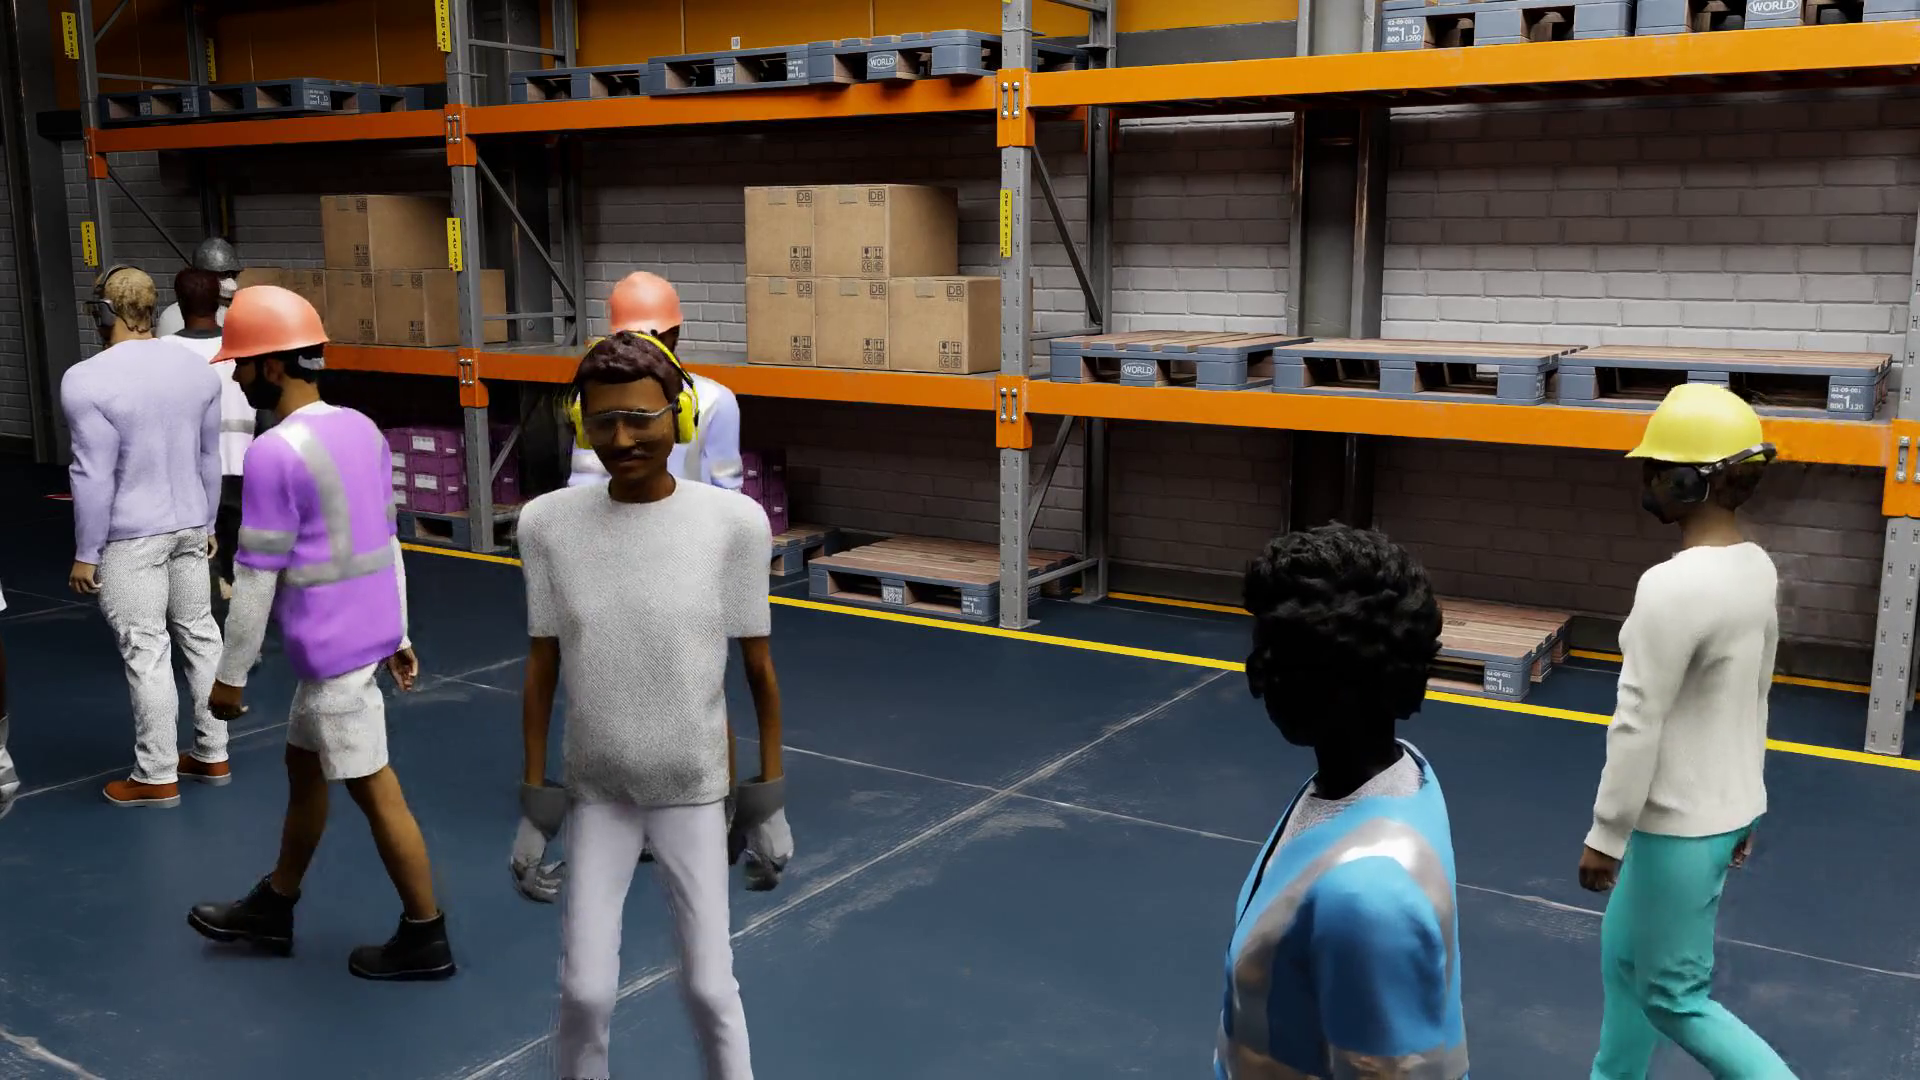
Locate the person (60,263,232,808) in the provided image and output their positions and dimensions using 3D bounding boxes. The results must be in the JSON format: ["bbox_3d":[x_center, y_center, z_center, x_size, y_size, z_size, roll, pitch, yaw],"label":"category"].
[{"bbox_3d":[-2.906,-0.008,5.956,0.371,1.940,0.627,4,11,21],"label":"person"}]

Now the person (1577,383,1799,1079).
[{"bbox_3d":[1.536,0.558,3.363,0.753,1.741,0.520,9,14,41],"label":"person"}]

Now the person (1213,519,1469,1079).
[{"bbox_3d":[0.472,0.816,2.067,0.321,1.695,0.529,2,10,13],"label":"person"}]

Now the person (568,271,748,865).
[{"bbox_3d":[-0.988,0.102,5.401,0.555,1.922,0.470,1,10,6],"label":"person"}]

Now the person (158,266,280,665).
[{"bbox_3d":[-3.434,-0.293,7.630,0.617,1.903,0.460,-7,12,-33],"label":"person"}]

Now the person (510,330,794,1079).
[{"bbox_3d":[-0.605,0.521,3.260,0.555,1.859,0.388,0,10,0],"label":"person"}]

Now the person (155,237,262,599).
[{"bbox_3d":[-4.156,-0.699,9.505,0.537,2.000,0.682,5,11,24],"label":"person"}]

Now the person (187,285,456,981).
[{"bbox_3d":[-1.813,0.283,4.462,0.908,1.894,0.542,0,10,2],"label":"person"}]
